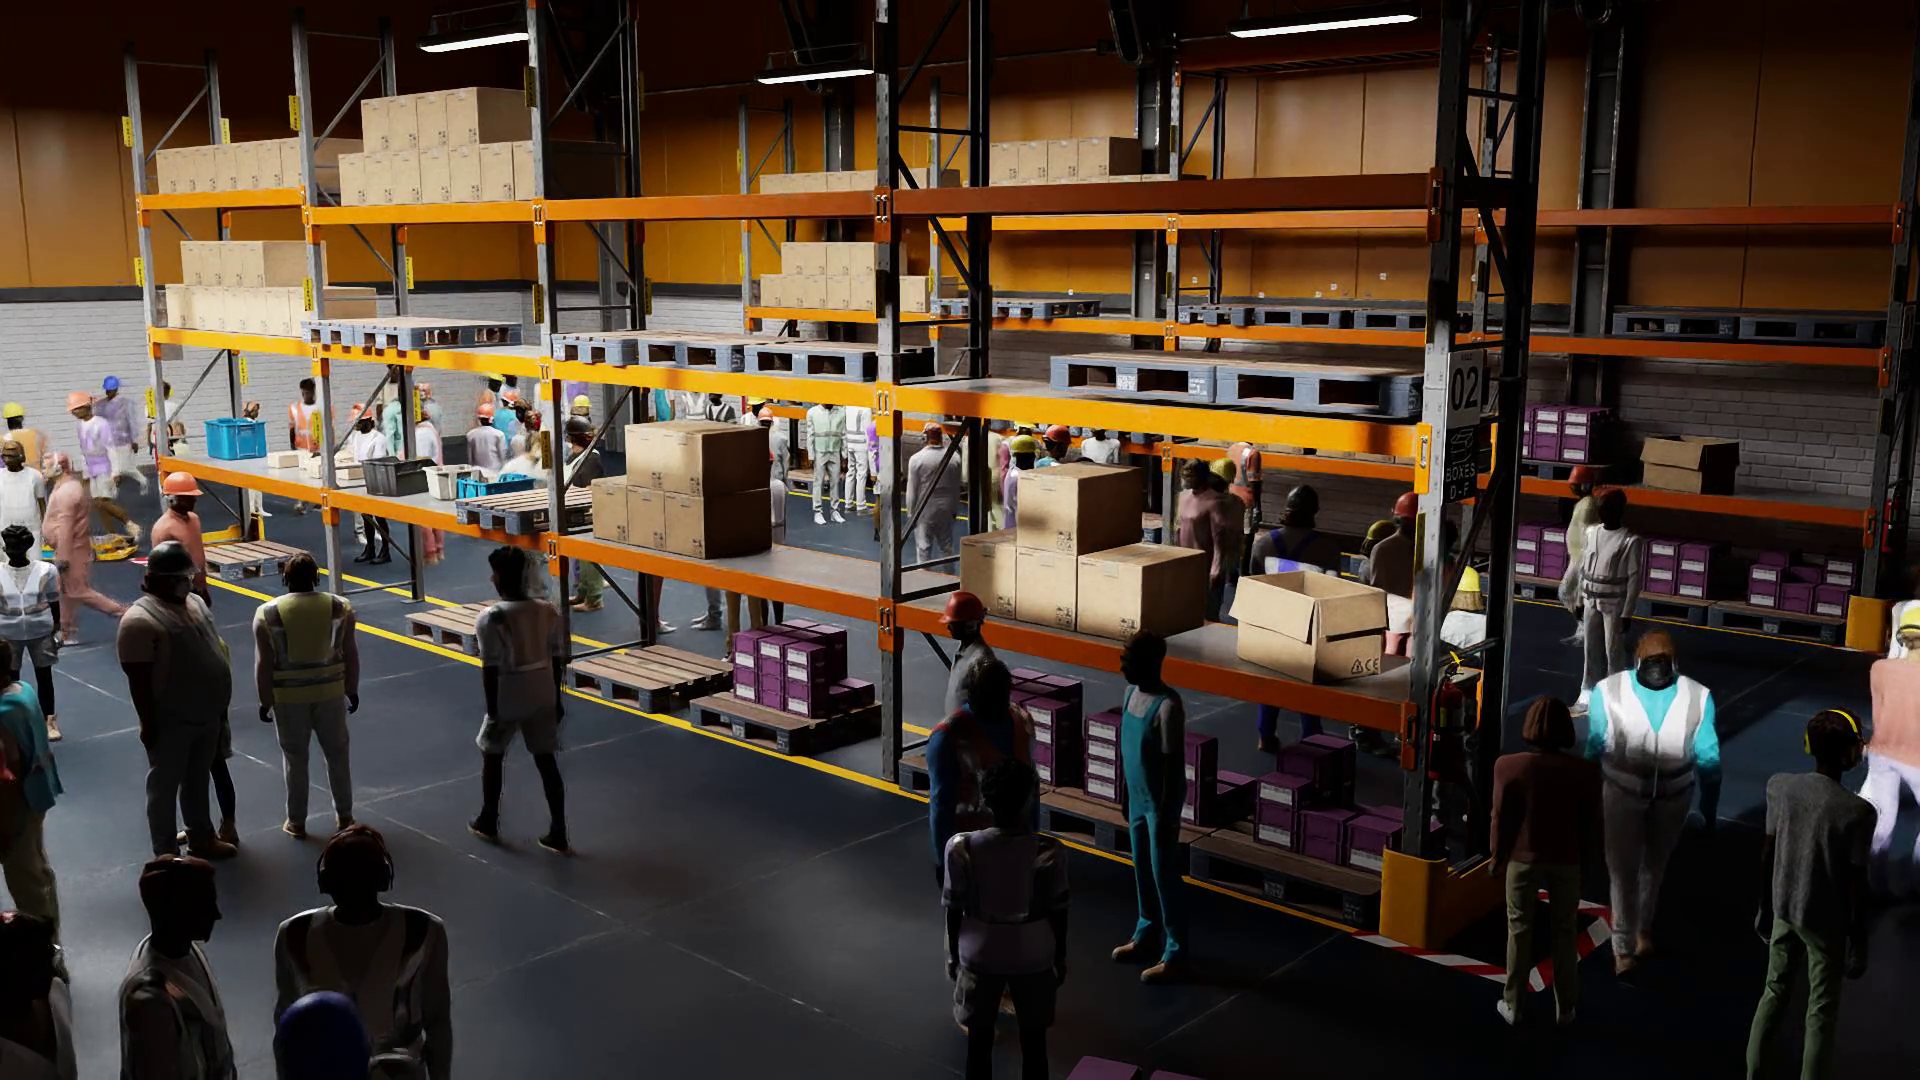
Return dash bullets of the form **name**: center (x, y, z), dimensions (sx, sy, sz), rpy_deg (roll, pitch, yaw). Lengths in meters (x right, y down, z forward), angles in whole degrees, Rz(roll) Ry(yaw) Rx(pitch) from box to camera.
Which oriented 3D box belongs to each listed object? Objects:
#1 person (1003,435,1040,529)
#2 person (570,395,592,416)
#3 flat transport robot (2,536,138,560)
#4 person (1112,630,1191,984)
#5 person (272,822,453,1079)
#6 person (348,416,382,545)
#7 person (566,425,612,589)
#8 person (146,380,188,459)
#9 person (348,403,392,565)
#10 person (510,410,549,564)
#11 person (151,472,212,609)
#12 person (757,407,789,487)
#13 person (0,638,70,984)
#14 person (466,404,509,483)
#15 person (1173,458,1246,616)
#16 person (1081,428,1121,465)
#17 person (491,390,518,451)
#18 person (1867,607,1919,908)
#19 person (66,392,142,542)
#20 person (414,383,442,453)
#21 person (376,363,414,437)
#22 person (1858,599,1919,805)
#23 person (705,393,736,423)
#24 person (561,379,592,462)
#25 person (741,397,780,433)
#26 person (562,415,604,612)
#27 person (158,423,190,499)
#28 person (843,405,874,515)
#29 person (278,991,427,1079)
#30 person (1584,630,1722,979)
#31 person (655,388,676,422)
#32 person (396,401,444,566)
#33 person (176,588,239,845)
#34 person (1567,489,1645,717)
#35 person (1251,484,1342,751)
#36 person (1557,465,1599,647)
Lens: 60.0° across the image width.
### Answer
- **person**: center (0.606, -0.083, 16.475), dimensions (0.363, 1.930, 0.585), rpy_deg (-1, 10, -4)
- **person**: center (-5.205, -1.125, 22.926), dimensions (0.319, 1.737, 0.483), rpy_deg (-5, 11, -25)
- **flat transport robot**: center (-10.784, 0.110, 20.073), dimensions (1.431, 0.197, 0.652), rpy_deg (-2, 10, -13)
- **person**: center (0.984, 1.360, 8.607), dimensions (0.355, 1.837, 0.503), rpy_deg (-4, 11, -24)
- **person**: center (-1.994, 1.866, 5.588), dimensions (0.576, 1.882, 0.355), rpy_deg (-2, 10, -10)
- **person**: center (-7.549, -0.822, 21.179), dimensions (0.319, 1.742, 0.492), rpy_deg (4, 11, 19)
- **person**: center (-4.127, -0.375, 18.364), dimensions (0.505, 1.846, 0.347), rpy_deg (8, 13, 40)
- **person**: center (-11.430, -1.376, 24.003), dimensions (0.551, 1.846, 0.386), rpy_deg (-3, 10, -15)
- **person**: center (-7.044, -0.669, 19.785), dimensions (0.543, 1.931, 0.386), rpy_deg (6, 12, 29)
- **person**: center (-5.110, -0.625, 19.819), dimensions (0.562, 1.835, 0.395), rpy_deg (6, 12, 30)
- **person**: center (-6.244, 0.432, 13.420), dimensions (0.408, 1.987, 0.613), rpy_deg (0, 10, 1)
- **person**: center (-2.447, -0.803, 21.042), dimensions (0.572, 1.750, 0.331), rpy_deg (-4, 11, -19)
- **person**: center (-4.791, 1.385, 8.478), dimensions (0.411, 1.842, 0.643), rpy_deg (-3, 10, -17)
- **person**: center (-6.079, -0.885, 21.495), dimensions (0.562, 1.756, 0.318), rpy_deg (2, 10, 12)
- **person**: center (2.209, 0.186, 15.110), dimensions (0.732, 1.890, 0.355), rpy_deg (3, 10, 14)
- **person**: center (1.640, -0.563, 19.416), dimensions (0.526, 1.856, 0.333), rpy_deg (5, 11, 25)
- **person**: center (-6.444, -1.282, 23.800), dimensions (0.573, 1.737, 0.354), rpy_deg (5, 11, 27)
- **person**: center (5.395, 1.249, 9.479), dimensions (0.486, 1.739, 0.533), rpy_deg (-5, 11, -26)
- **person**: center (-10.651, -0.843, 20.594), dimensions (0.676, 1.996, 0.612), rpy_deg (7, 12, 34)
- **person**: center (-7.384, -1.227, 23.033), dimensions (0.398, 1.903, 0.671), rpy_deg (-1, 10, -6)
- **person**: center (-9.205, -1.986, 27.207), dimensions (0.606, 1.946, 0.820), rpy_deg (1, 10, 4)
- **person**: center (6.039, 1.016, 10.503), dimensions (0.892, 1.856, 0.588), rpy_deg (-4, 11, -22)
- **person**: center (-3.628, -1.524, 25.318), dimensions (0.573, 1.687, 0.336), rpy_deg (5, 11, 26)
- **person**: center (-6.624, -2.204, 28.477), dimensions (0.601, 1.926, 0.388), rpy_deg (-6, 12, -31)
- **person**: center (-2.648, -1.046, 21.963), dimensions (0.599, 1.914, 0.402), rpy_deg (5, 11, 26)
- **person**: center (-3.957, -0.280, 17.274), dimensions (0.536, 2.000, 0.672), rpy_deg (-4, 11, -23)
- **person**: center (-9.633, -0.629, 20.423), dimensions (0.291, 1.628, 0.515), rpy_deg (3, 10, 15)
- **person**: center (-1.420, -1.279, 23.407), dimensions (0.346, 1.878, 0.578), rpy_deg (-9, 13, -40)
- **person**: center (-1.671, 2.054, 4.502), dimensions (0.702, 1.888, 0.637), rpy_deg (9, 13, 42)
- **person**: center (3.580, 1.372, 8.588), dimensions (0.639, 1.799, 0.944), rpy_deg (2, 10, 12)
- **person**: center (-4.934, -2.042, 27.834), dimensions (0.341, 1.839, 0.501), rpy_deg (-9, 14, -42)
- **person**: center (-6.421, -0.716, 19.737), dimensions (0.535, 2.000, 0.684), rpy_deg (-3, 10, -15)
- **person**: center (-4.773, 1.107, 10.404), dimensions (0.539, 1.695, 0.318), rpy_deg (5, 11, 26)
- **person**: center (5.106, 0.525, 13.171), dimensions (0.356, 1.883, 0.573), rpy_deg (-5, 11, -25)
- **person**: center (2.528, 0.586, 12.379), dimensions (0.685, 2.000, 0.535), rpy_deg (6, 12, 31)
- **person**: center (5.836, 0.154, 15.661), dimensions (0.364, 1.735, 0.577), rpy_deg (5, 11, 24)
